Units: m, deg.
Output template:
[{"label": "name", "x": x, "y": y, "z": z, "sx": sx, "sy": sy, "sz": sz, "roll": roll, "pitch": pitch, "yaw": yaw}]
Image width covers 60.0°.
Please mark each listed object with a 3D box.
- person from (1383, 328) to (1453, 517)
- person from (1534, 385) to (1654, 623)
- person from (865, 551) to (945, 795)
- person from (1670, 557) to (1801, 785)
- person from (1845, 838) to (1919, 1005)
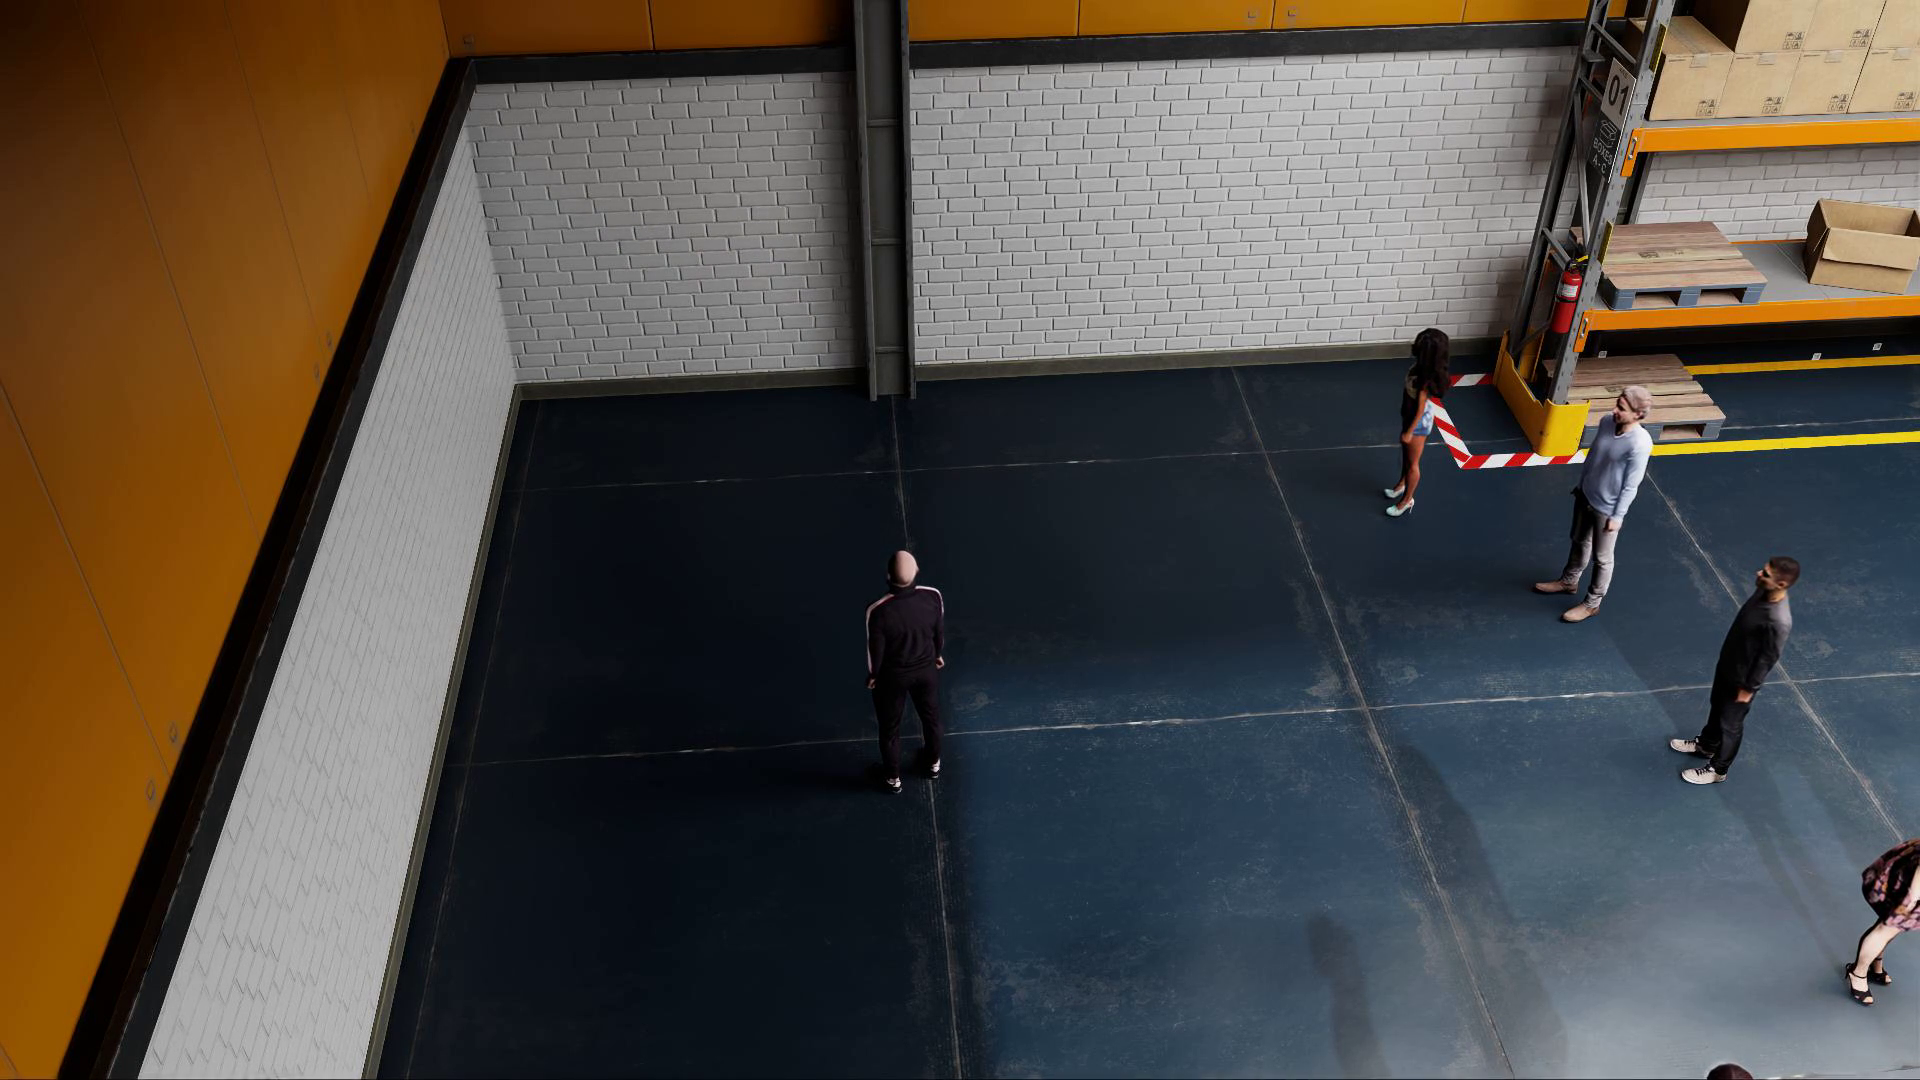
[{"label": "person", "x": 3.432, "y": -0.892, "z": 12.534, "sx": 0.628, "sy": 1.626, "sz": 0.619, "roll": 7, "pitch": 39, "yaw": 8}, {"label": "person", "x": 4.474, "y": -0.277, "z": 11.550, "sx": 0.638, "sy": 1.894, "sz": 0.693, "roll": -10, "pitch": 40, "yaw": -12}, {"label": "person", "x": -0.328, "y": 0.816, "z": 10.228, "sx": 0.645, "sy": 1.837, "sz": 0.803, "roll": -17, "pitch": 42, "yaw": -20}, {"label": "person", "x": 4.860, "y": 0.795, "z": 10.315, "sx": 0.621, "sy": 1.760, "sz": 0.666, "roll": 5, "pitch": 39, "yaw": 7}, {"label": "person", "x": 5.198, "y": 1.842, "z": 8.992, "sx": 0.777, "sy": 1.775, "sz": 0.856, "roll": -25, "pitch": 45, "yaw": -28}]
